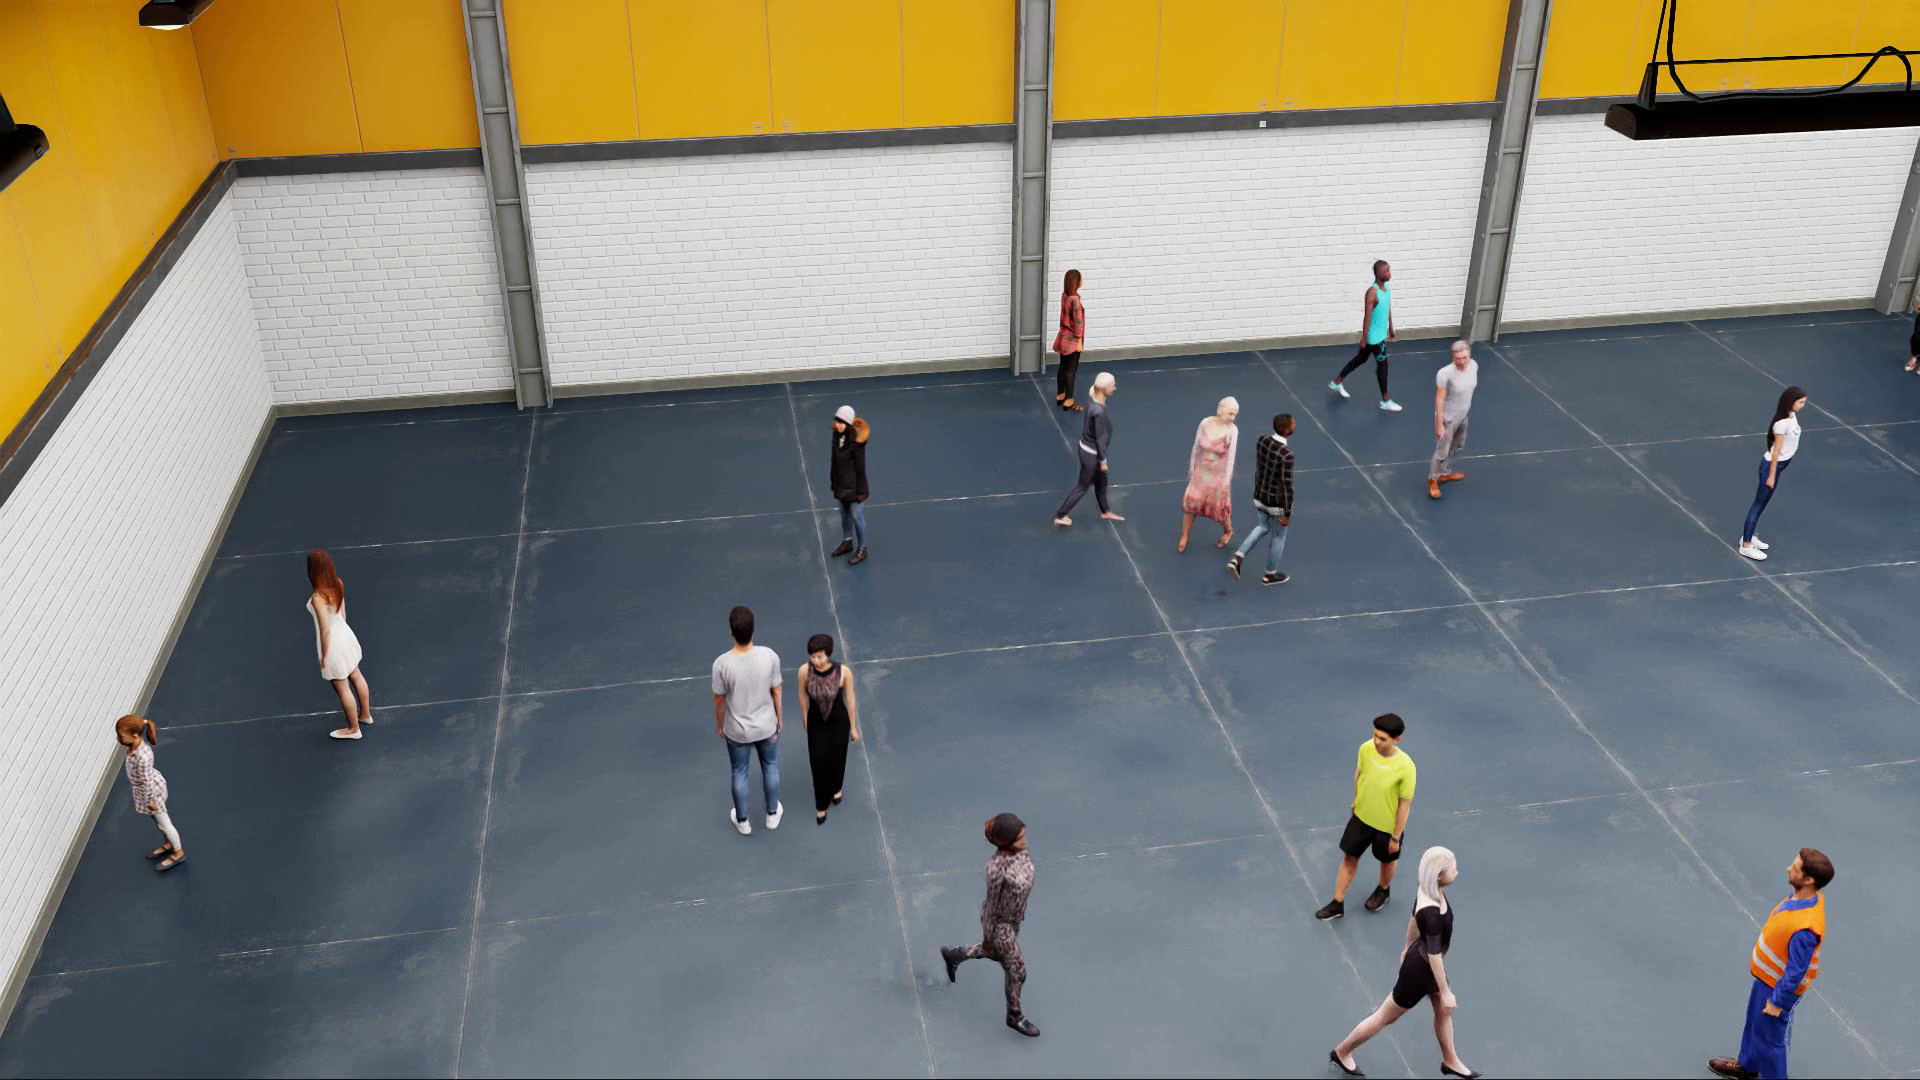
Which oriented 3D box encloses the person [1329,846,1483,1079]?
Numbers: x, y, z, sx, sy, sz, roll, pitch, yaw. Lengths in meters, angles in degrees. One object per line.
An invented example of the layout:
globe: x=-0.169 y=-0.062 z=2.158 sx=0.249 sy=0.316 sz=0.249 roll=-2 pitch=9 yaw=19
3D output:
person: x=2.702 y=2.648 z=10.140 sx=1.245 sy=1.782 sz=0.929 roll=7 pitch=29 yaw=12

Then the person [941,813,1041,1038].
person: x=0.213 y=2.415 z=10.661 sx=1.071 sy=1.691 sz=1.018 roll=19 pitch=34 yaw=31

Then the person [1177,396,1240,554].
person: x=2.510 y=-0.635 z=16.297 sx=0.826 sy=1.650 sz=0.886 roll=21 pitch=35 yaw=33

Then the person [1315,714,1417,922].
person: x=2.978 y=1.888 z=11.633 sx=1.062 sy=1.686 sz=0.947 roll=-25 pitch=37 yaw=-37

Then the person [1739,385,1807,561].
person: x=7.924 y=-0.682 z=16.251 sx=0.717 sy=1.776 sz=0.661 roll=18 pitch=33 yaw=29

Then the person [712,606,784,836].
person: x=-1.557 y=1.351 z=12.410 sx=0.489 sy=1.885 sz=0.725 roll=-5 pitch=29 yaw=-9

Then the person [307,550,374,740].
person: x=-5.071 y=0.838 z=13.532 sx=0.617 sy=1.711 sz=0.626 roll=4 pitch=29 yaw=8

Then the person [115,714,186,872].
person: x=-5.920 y=1.814 z=12.162 sx=0.629 sy=1.310 sz=0.602 roll=-19 pitch=34 yaw=-31

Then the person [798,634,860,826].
person: x=-0.995 y=1.352 z=12.723 sx=0.702 sy=1.583 sz=0.709 roll=-2 pitch=29 yaw=-4

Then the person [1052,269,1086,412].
person: x=1.286 y=-2.338 z=19.363 sx=0.606 sy=1.702 sz=0.653 roll=-10 pitch=30 yaw=-18

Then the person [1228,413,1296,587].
person: x=2.852 y=-0.349 z=15.610 sx=1.027 sy=1.804 sz=0.874 roll=-16 pitch=32 yaw=-27

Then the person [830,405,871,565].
person: x=-1.064 y=-0.556 z=16.169 sx=0.735 sy=1.633 sz=0.774 roll=24 pitch=37 yaw=37

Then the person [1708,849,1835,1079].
person: x=4.972 y=2.651 z=10.049 sx=0.836 sy=1.863 sz=0.816 roll=8 pitch=30 yaw=15

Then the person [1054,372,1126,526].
person: x=1.251 y=-0.877 z=16.702 sx=0.989 sy=1.687 sz=0.672 roll=-5 pitch=29 yaw=-9

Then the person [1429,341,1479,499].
person: x=5.126 y=-1.296 z=17.369 sx=1.038 sy=1.784 sz=0.820 roll=23 pitch=36 yaw=36

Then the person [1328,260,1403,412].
person: x=4.743 y=-2.411 z=19.425 sx=1.229 sy=1.772 sz=1.109 roll=16 pitch=32 yaw=26
